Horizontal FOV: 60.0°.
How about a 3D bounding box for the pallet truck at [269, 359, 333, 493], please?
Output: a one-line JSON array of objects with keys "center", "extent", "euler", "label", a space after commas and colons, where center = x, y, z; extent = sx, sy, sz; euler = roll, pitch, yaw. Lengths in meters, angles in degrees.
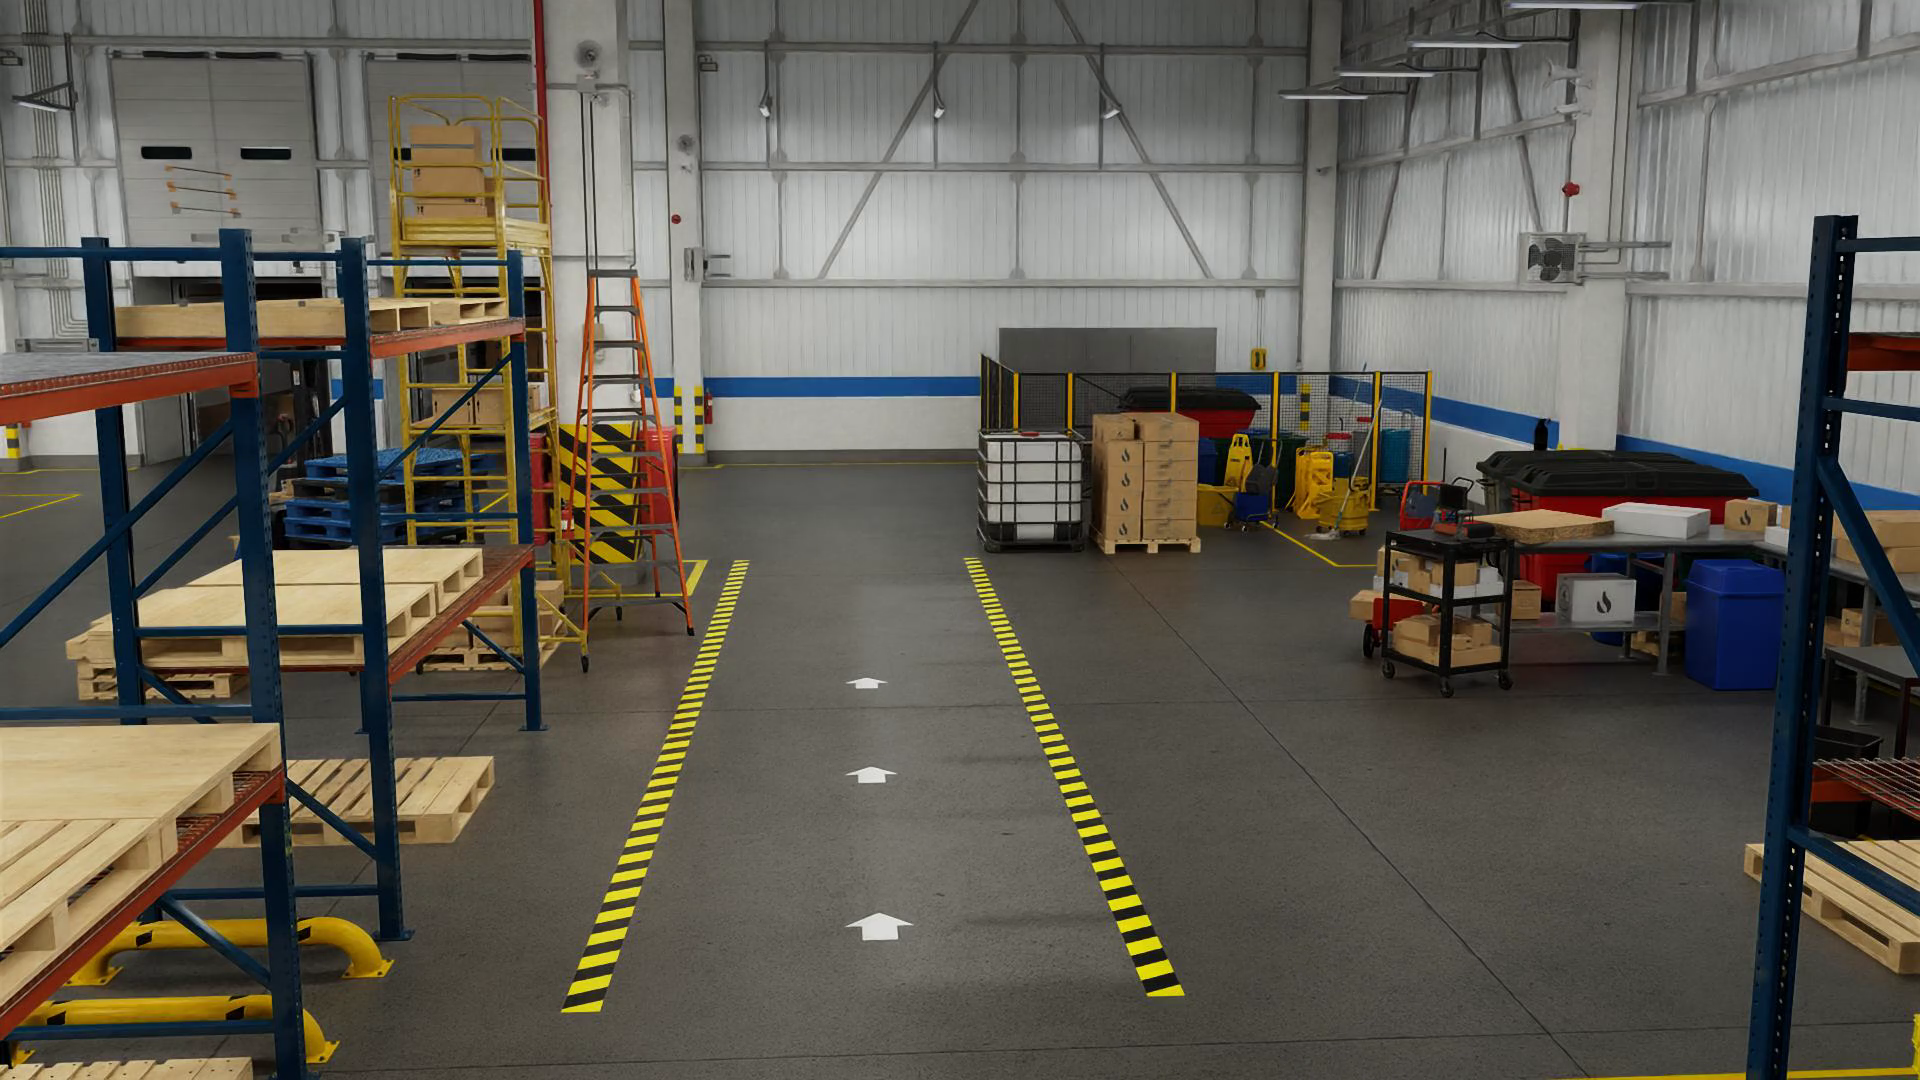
[{"center": [-7.062, -1.131, 18.996], "extent": [1.885, 1.965, 0.823], "euler": [2, 9, 13], "label": "pallet truck"}]
